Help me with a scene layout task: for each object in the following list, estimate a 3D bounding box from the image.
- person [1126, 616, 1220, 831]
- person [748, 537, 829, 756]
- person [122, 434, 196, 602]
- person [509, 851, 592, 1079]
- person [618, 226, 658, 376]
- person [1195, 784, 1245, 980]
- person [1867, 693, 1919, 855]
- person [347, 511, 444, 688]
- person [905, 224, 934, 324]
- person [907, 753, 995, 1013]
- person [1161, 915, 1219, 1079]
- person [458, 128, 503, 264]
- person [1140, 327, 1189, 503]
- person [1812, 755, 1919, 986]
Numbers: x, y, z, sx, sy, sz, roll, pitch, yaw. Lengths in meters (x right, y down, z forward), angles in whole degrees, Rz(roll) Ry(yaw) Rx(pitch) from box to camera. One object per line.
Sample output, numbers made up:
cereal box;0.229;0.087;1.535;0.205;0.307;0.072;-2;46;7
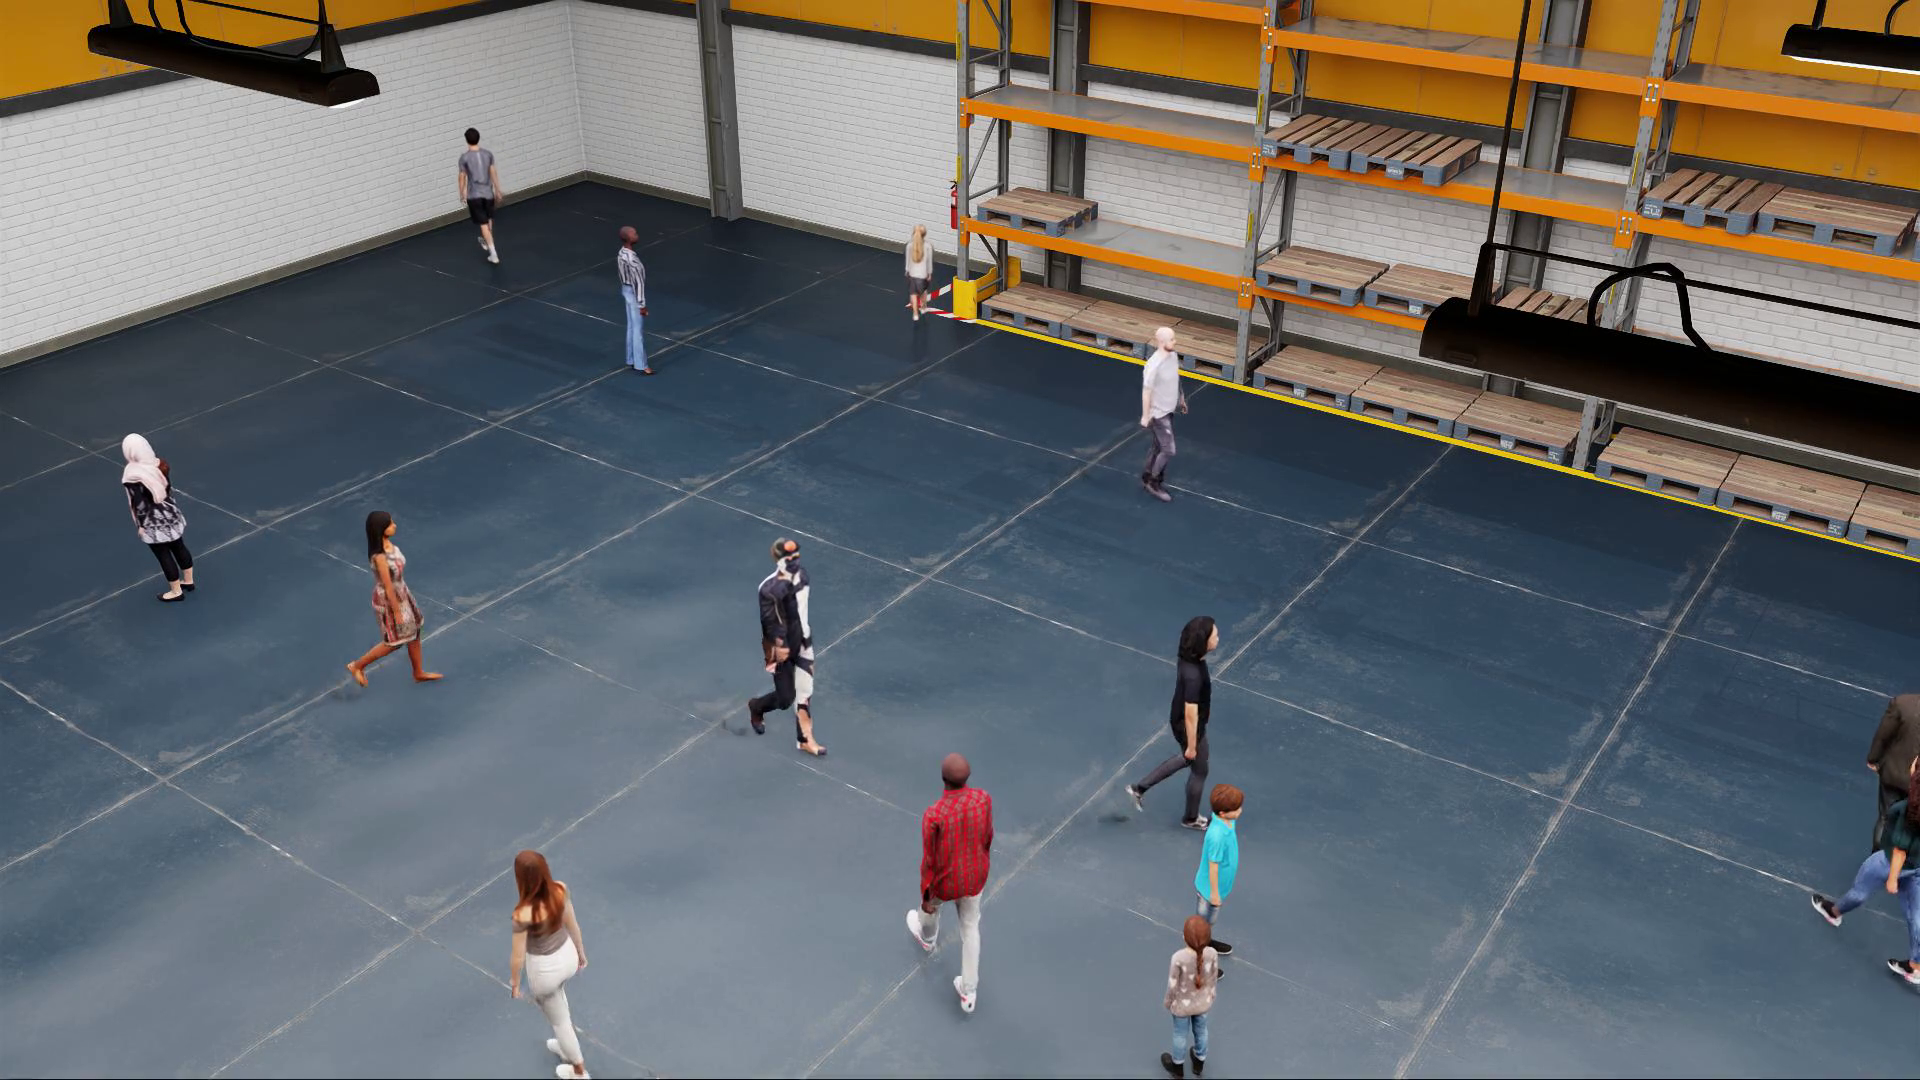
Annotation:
person;1.572;1.317;11.979;1.043;1.818;0.939;0;29;-1
person;-1.380;0.812;12.839;0.954;1.882;0.726;21;35;34
person;-7.210;-0.207;14.969;0.727;1.632;0.716;7;29;12
person;-2.339;2.566;9.799;0.673;1.714;0.608;18;34;30
person;-3.845;-2.827;19.600;0.758;1.796;0.622;-15;32;-25
person;1.646;2.181;10.780;0.543;1.450;0.560;10;30;18
person;6.530;1.636;11.418;0.616;1.796;0.780;16;32;27
person;-4.736;0.530;13.626;1.046;1.623;0.981;-5;29;-9
person;-0.534;-3.388;21.191;0.869;1.257;0.878;-1;29;-2
person;0.011;2.172;10.448;1.082;1.785;1.245;-11;31;-20
person;1.389;2.750;10.005;0.555;1.194;0.606;-7;29;-13
person;-6.610;-4.738;23.057;0.924;1.840;1.190;-19;34;-30
person;1.954;-1.304;16.786;0.678;1.816;0.694;16;32;27
person;6.162;2.140;10.733;0.984;1.567;1.179;-11;31;-20
